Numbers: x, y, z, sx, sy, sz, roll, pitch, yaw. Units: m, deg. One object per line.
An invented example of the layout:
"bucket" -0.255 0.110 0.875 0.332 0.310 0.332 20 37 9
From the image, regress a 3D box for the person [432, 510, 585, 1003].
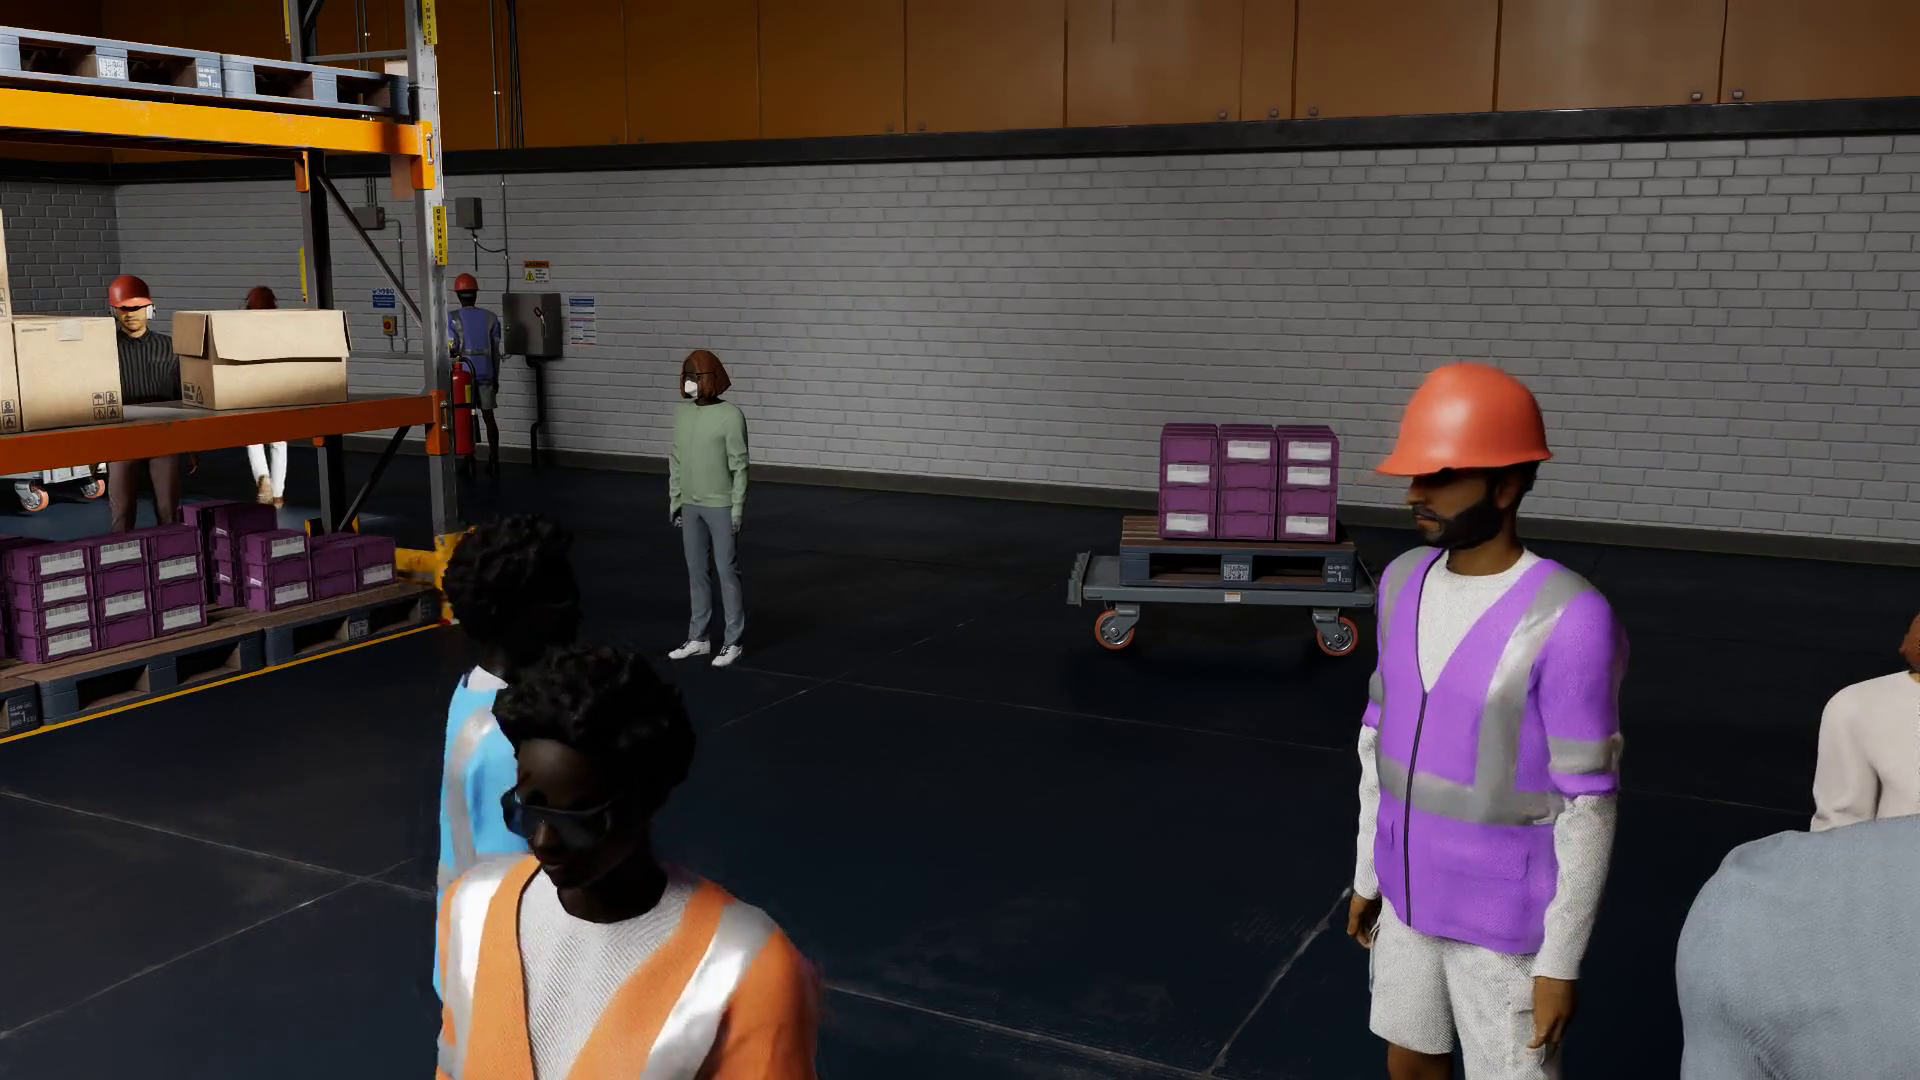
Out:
"person" -0.825 0.782 2.985 0.444 1.683 0.539 -2 10 -13

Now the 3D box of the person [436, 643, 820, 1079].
"person" -0.422 0.949 1.985 0.556 1.683 0.390 4 11 22

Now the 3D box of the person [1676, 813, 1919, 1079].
"person" 0.958 0.907 1.520 0.630 1.940 0.372 4 10 21

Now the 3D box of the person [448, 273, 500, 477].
"person" -4.655 -1.565 15.845 0.547 1.934 0.376 -8 13 -39

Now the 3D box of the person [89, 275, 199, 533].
"person" -4.860 -0.567 9.890 0.617 1.993 0.396 -6 11 -31

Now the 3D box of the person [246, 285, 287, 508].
"person" -5.712 -1.159 13.697 0.589 1.864 0.652 -5 11 -24

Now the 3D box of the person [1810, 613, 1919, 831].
"person" 1.824 0.796 3.075 0.495 1.626 0.284 3 10 18

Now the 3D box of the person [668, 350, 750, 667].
"person" -1.309 -0.167 8.618 0.507 1.633 0.276 7 12 34

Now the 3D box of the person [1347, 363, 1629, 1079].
"person" 0.895 0.649 3.016 0.372 1.935 0.551 -5 11 -28
